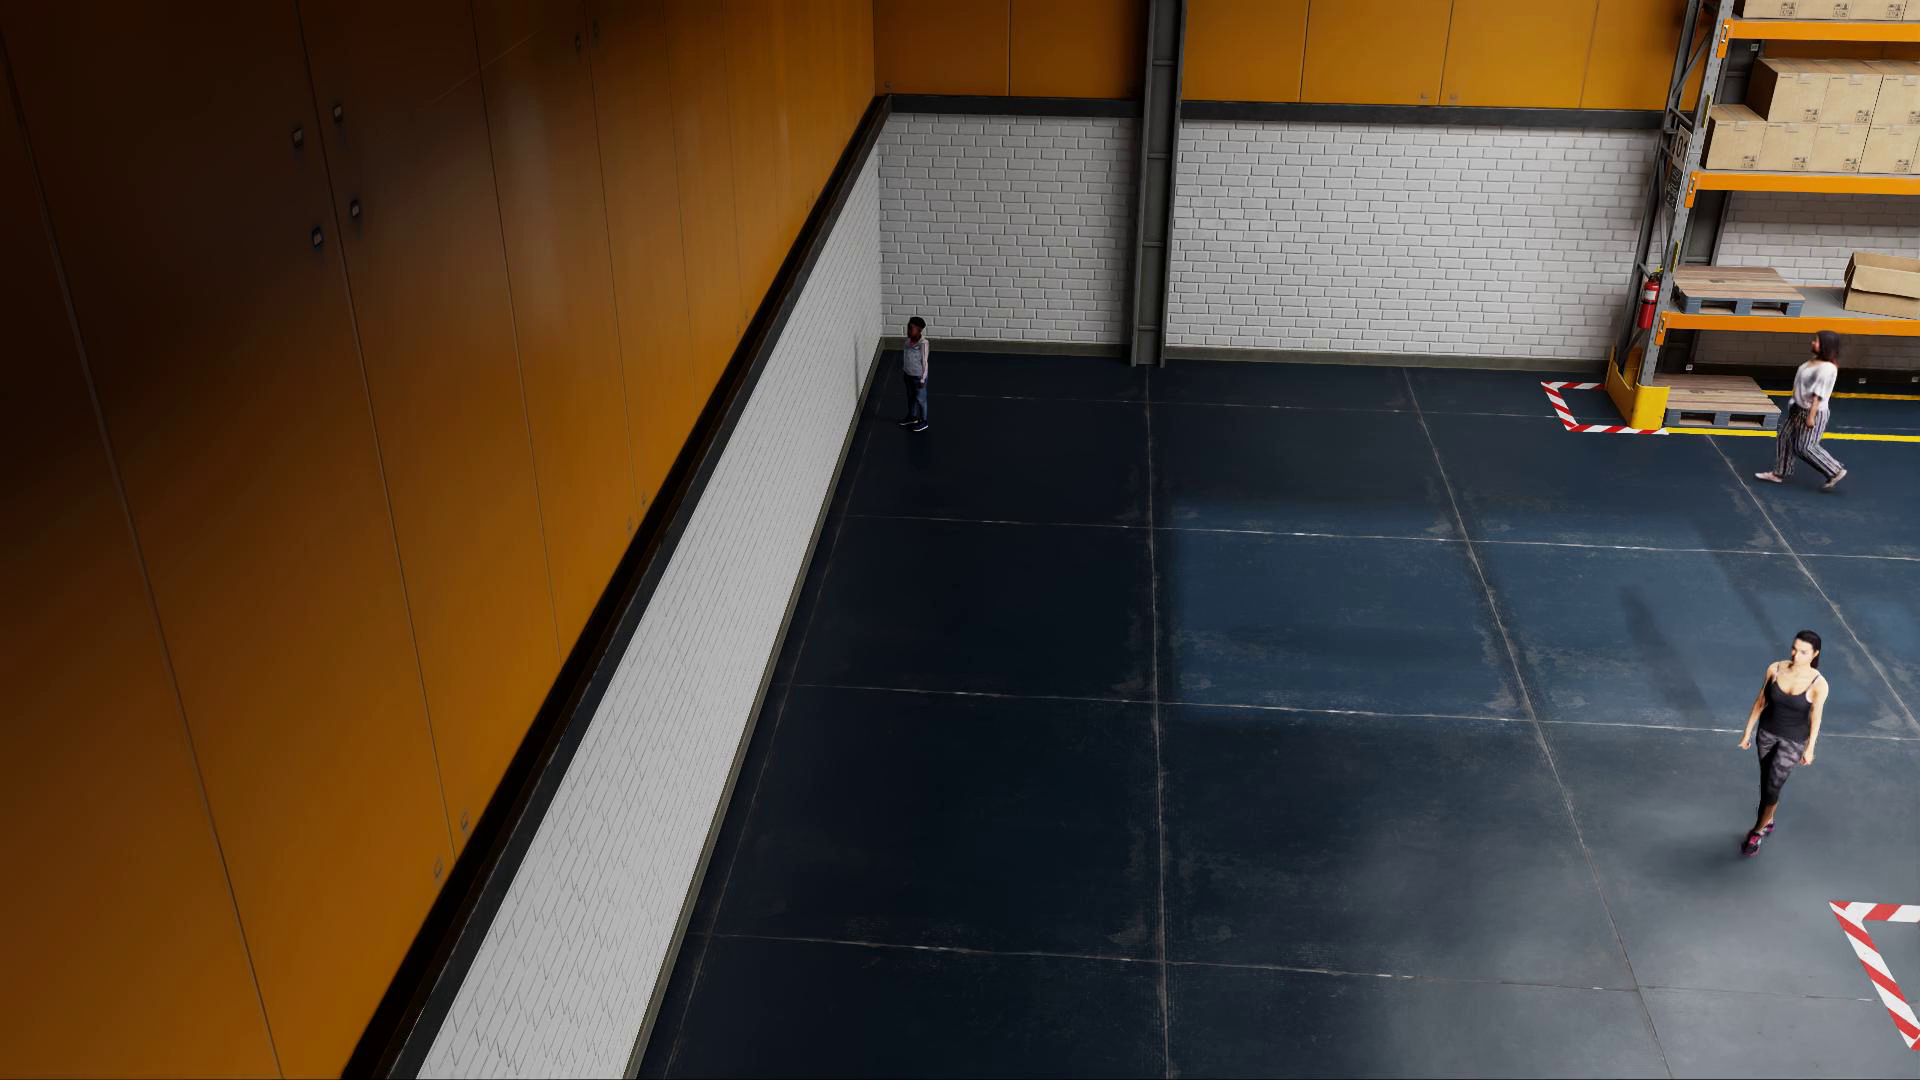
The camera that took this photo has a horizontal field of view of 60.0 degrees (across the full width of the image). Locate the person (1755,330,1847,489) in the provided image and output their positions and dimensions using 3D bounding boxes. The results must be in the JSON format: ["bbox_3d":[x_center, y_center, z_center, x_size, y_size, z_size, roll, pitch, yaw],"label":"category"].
[{"bbox_3d":[8.472,-1.264,16.425,1.096,1.660,0.842,9,30,17],"label":"person"}]

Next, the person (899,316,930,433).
[{"bbox_3d":[-0.467,-1.806,17.835,0.629,1.261,0.566,-23,36,-36],"label":"person"}]

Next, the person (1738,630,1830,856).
[{"bbox_3d":[5.755,1.357,11.561,0.854,1.717,0.793,-21,35,-33],"label":"person"}]
